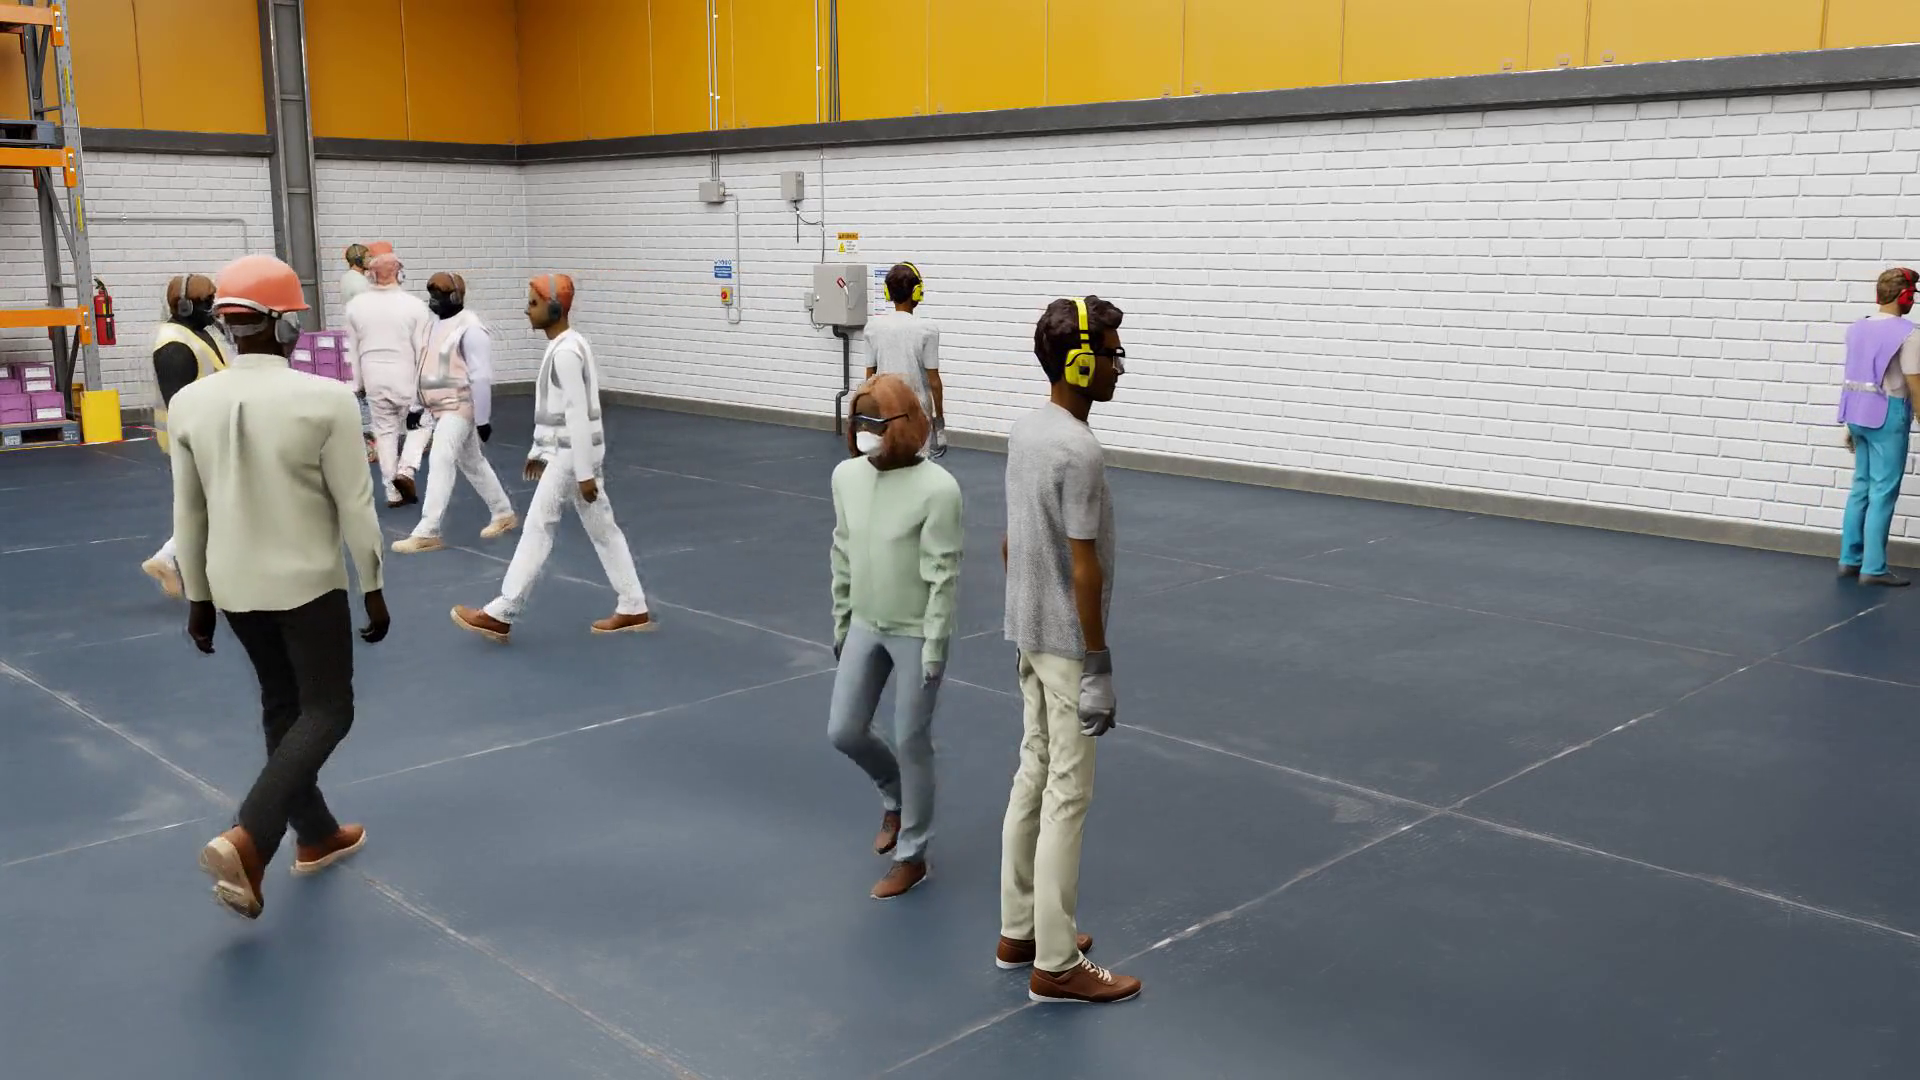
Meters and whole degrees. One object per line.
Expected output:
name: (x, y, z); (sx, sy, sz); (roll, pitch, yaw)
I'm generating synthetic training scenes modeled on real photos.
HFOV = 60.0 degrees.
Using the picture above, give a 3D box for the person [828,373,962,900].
person: (-0.194, 0.293, 5.096); (0.493, 1.617, 0.376); (7, 13, 34)

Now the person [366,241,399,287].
person: (-6.094, -2.120, 17.314); (0.718, 1.971, 0.622); (-1, 10, -3)

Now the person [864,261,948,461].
person: (-0.304, -0.666, 9.634); (0.508, 1.876, 0.328); (5, 11, 23)

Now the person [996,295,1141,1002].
person: (0.278, 0.290, 4.432); (0.309, 1.868, 0.535); (-4, 11, -19)

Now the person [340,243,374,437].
person: (-6.016, -2.003, 16.744); (0.372, 1.940, 0.630); (-6, 12, -32)

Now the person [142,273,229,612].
person: (-4.095, -0.505, 8.894); (0.541, 1.825, 0.640); (-2, 11, -11)

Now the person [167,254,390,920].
person: (-2.068, 0.136, 4.996); (0.625, 1.973, 0.829); (2, 11, 12)

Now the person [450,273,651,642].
person: (-2.035, -0.401, 8.297); (0.992, 1.826, 0.583); (-1, 10, -8)

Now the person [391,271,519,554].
person: (-3.293, -0.851, 10.853); (0.952, 1.802, 0.619); (-9, 14, -40)

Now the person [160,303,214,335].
person: (-7.784, -1.844, 16.738); (0.529, 1.618, 0.617); (1, 10, 5)

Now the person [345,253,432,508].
person: (-4.191, -1.163, 12.294); (0.650, 1.891, 0.478); (0, 10, 3)

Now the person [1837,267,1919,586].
person: (5.329, -0.645, 9.609); (0.442, 1.843, 0.571); (-1, 10, -6)
